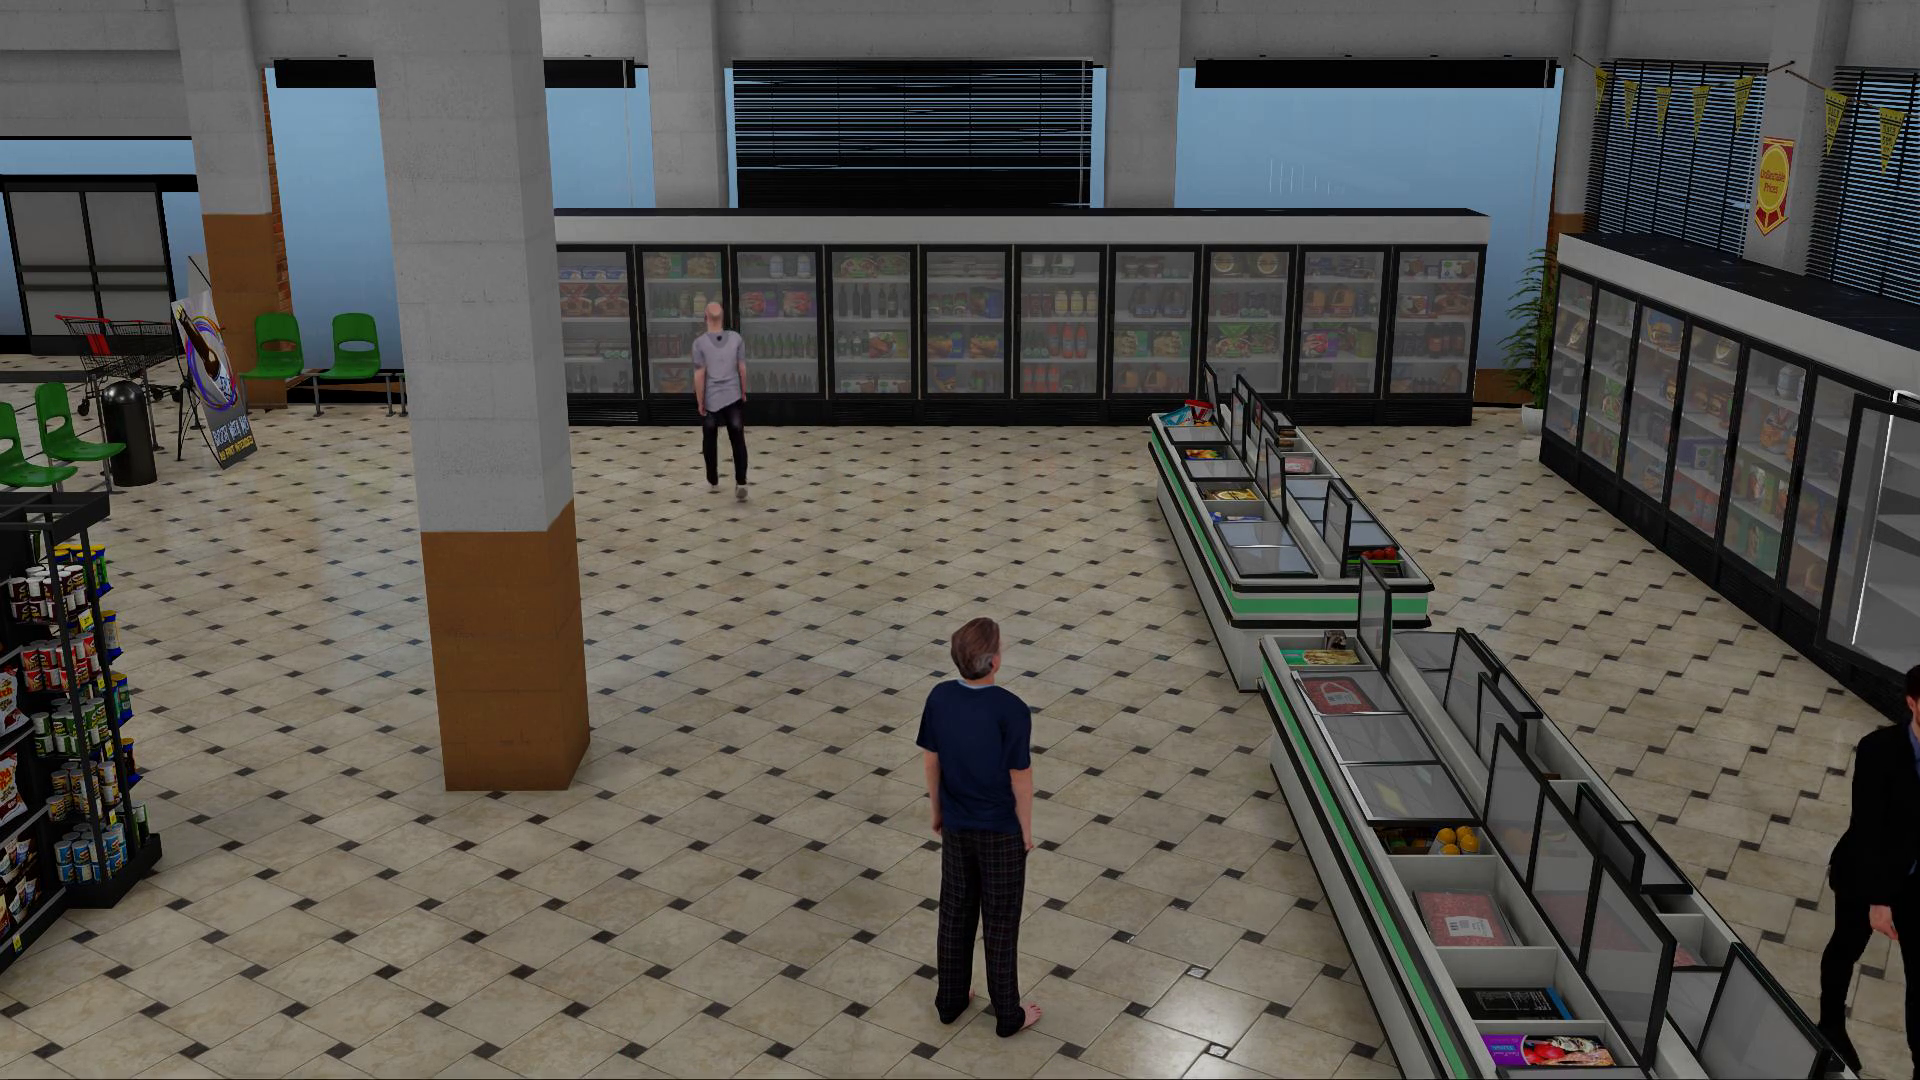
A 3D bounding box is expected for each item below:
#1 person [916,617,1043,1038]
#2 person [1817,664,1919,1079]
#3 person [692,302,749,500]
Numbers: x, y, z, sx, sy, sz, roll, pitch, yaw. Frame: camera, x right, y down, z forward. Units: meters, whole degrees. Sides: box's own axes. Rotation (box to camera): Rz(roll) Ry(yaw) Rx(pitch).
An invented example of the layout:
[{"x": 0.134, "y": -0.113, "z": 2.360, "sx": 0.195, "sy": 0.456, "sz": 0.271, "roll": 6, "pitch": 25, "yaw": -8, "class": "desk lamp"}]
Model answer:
[{"x": 0.089, "y": 1.217, "z": 7.067, "sx": 0.739, "sy": 1.871, "sz": 0.722, "roll": 9, "pitch": 19, "yaw": 27, "class": "person"}, {"x": 3.725, "y": 1.323, "z": 6.754, "sx": 0.689, "sy": 1.849, "sz": 1.031, "roll": 0, "pitch": 17, "yaw": -1, "class": "person"}, {"x": -2.174, "y": -1.259, "z": 15.346, "sx": 0.882, "sy": 1.798, "sz": 1.315, "roll": -4, "pitch": 17, "yaw": -14, "class": "person"}]
